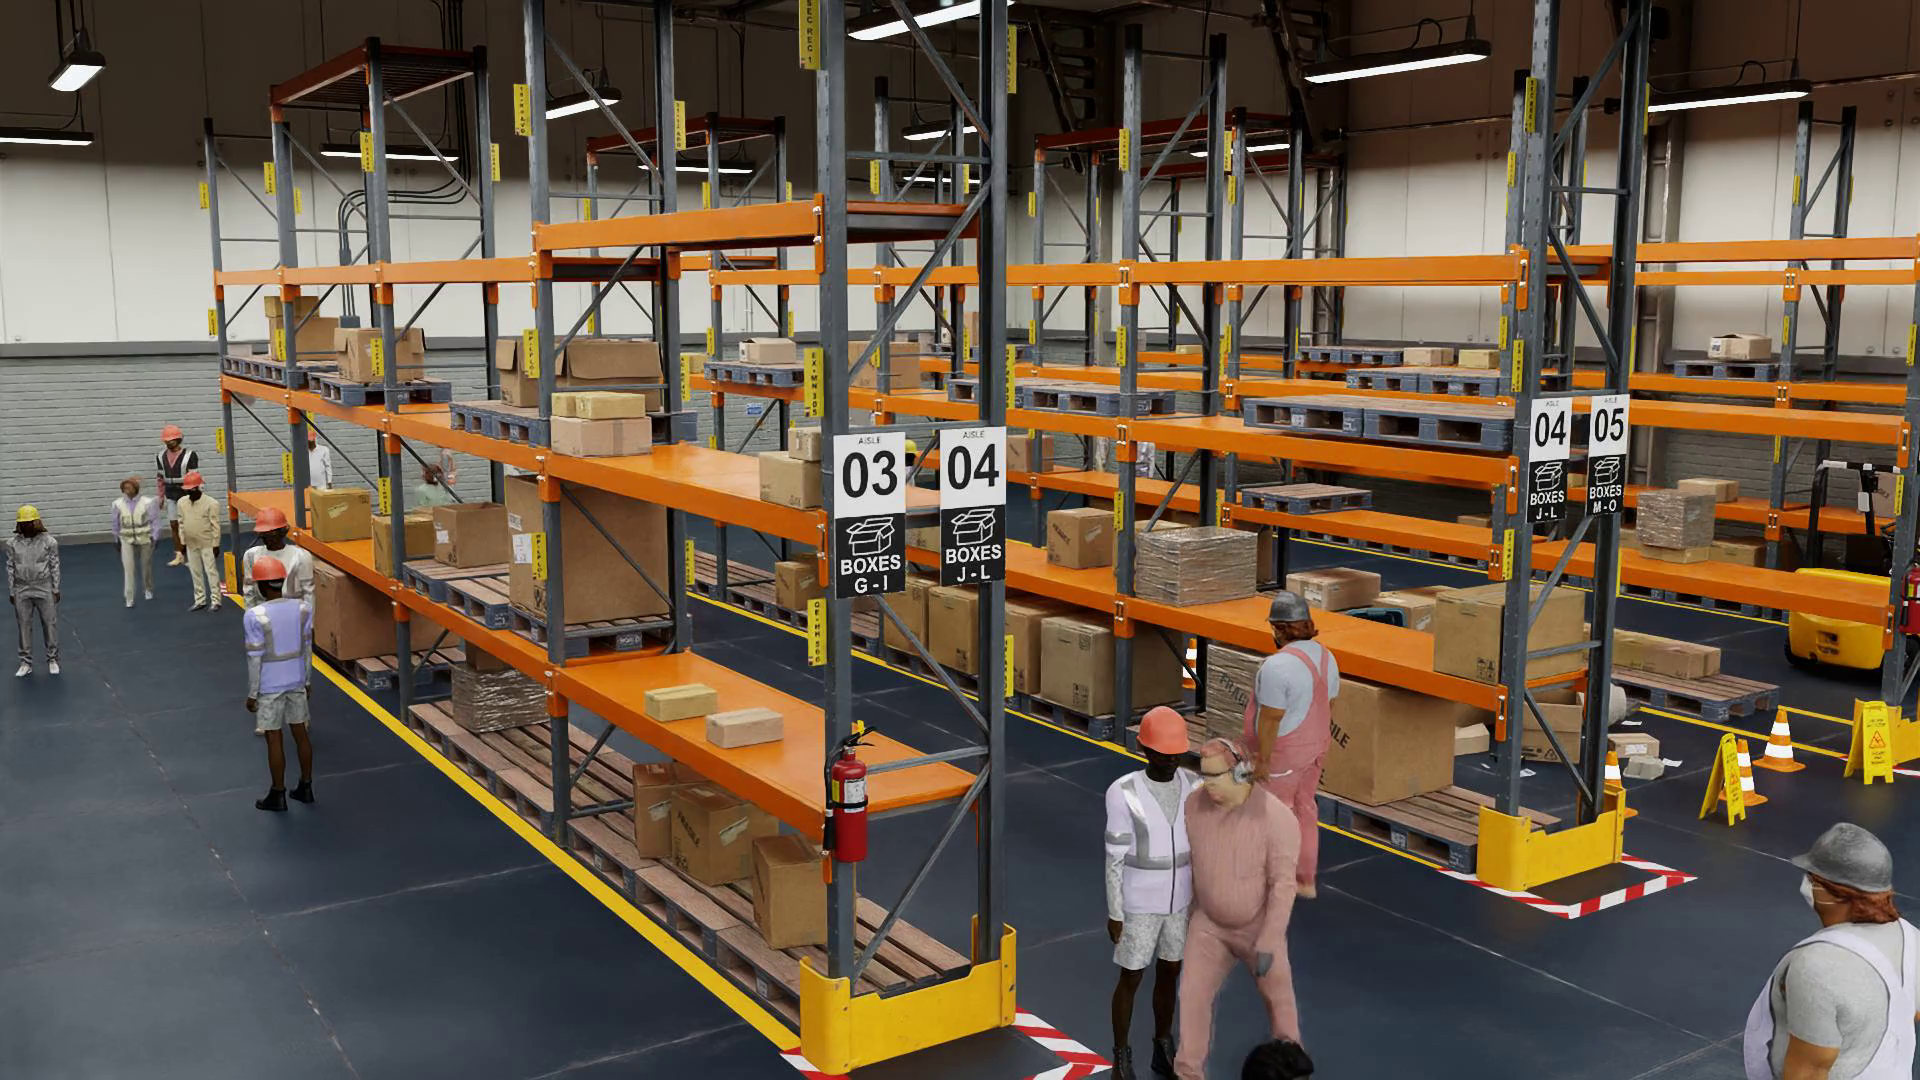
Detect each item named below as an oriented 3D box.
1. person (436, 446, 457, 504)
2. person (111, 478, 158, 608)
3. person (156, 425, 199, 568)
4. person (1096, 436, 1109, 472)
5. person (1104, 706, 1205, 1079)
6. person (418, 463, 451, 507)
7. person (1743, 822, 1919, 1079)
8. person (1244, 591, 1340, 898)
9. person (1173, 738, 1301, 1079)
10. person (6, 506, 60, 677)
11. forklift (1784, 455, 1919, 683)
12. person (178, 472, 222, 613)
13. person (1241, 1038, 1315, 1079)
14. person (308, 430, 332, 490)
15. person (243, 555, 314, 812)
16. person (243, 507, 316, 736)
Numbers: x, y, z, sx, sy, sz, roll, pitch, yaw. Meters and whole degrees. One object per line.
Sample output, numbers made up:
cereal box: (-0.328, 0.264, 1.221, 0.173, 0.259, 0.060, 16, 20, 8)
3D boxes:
person: (-8.231, -0.892, 26.676, 0.318, 1.631, 0.514, -3, 9, -17)
person: (-10.286, 0.009, 20.776, 0.522, 1.599, 0.845, -3, 9, -18)
person: (-11.046, -0.612, 23.485, 0.611, 2.031, 0.411, 1, 9, 7)
person: (2.622, -1.469, 30.493, 0.277, 1.633, 0.507, 0, 9, 2)
person: (0.968, 1.747, 8.074, 0.550, 1.935, 0.376, -4, 9, -25)
person: (-6.992, -0.225, 22.257, 0.421, 1.613, 0.520, 6, 11, 36)
person: (3.115, 2.003, 6.025, 0.682, 2.000, 0.537, -5, 10, -32)
person: (2.075, 1.314, 10.613, 0.685, 2.000, 0.535, -8, 12, -44)
person: (1.335, 1.820, 7.972, 0.672, 1.858, 0.906, 6, 10, 34)
person: (-9.418, 0.515, 16.918, 0.484, 1.744, 0.296, -3, 9, -19)
forklift: (9.643, 0.253, 17.172, 2.313, 2.155, 1.214, -6, 10, -33)
person: (-9.243, 0.030, 20.191, 0.549, 1.735, 0.382, 2, 9, 14)
person: (0.931, 2.324, 5.172, 0.530, 1.659, 0.883, -6, 10, -33)
person: (-10.347, -0.936, 26.604, 0.573, 1.738, 0.352, -3, 9, -19)
person: (-5.142, 1.075, 12.544, 0.355, 1.938, 0.544, 5, 10, 33)
person: (-5.971, 0.717, 14.578, 0.615, 2.041, 0.392, 0, 9, -1)
